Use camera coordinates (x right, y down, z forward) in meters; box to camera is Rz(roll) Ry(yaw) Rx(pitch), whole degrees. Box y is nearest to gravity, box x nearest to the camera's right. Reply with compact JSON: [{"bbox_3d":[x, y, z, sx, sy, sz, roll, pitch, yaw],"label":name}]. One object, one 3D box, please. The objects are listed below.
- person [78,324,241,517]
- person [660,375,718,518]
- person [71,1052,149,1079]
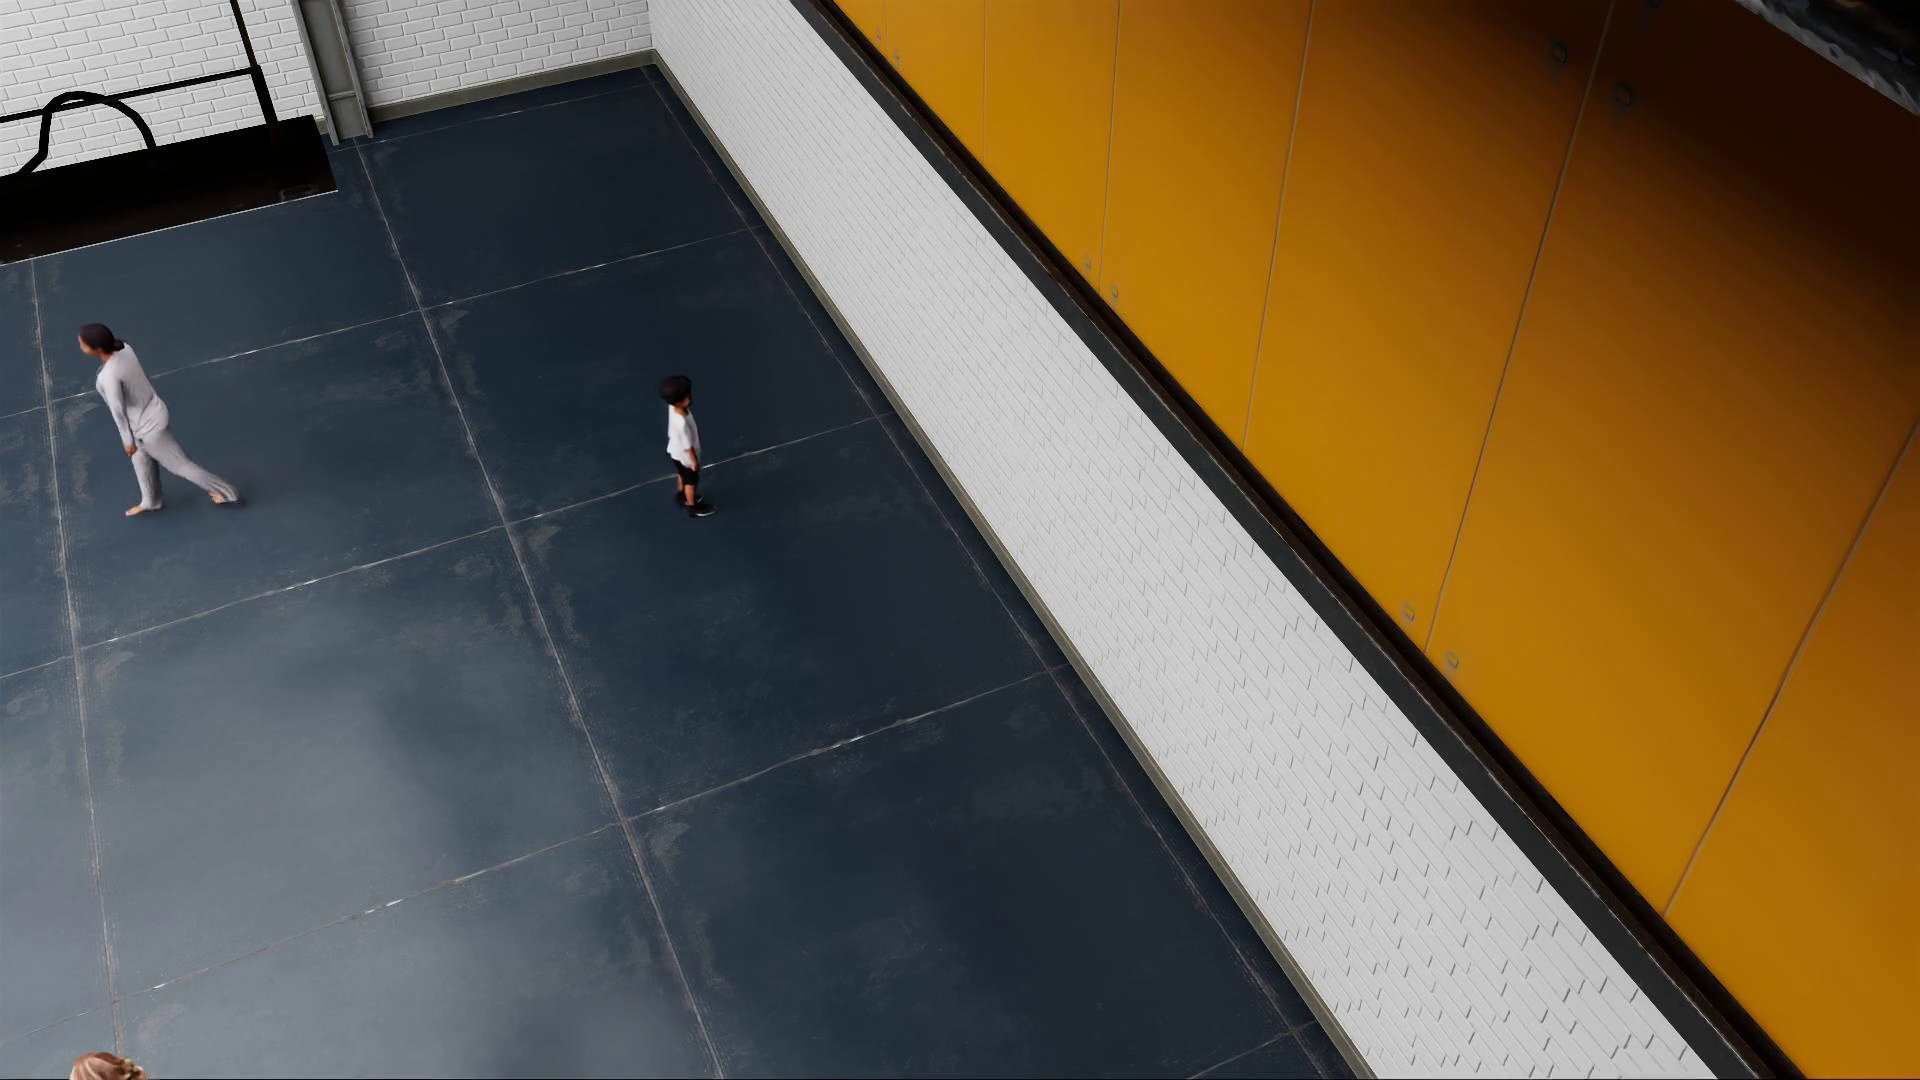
[{"bbox_3d":[-5.741,-0.852,11.921,1.111,1.696,0.769,-5,44,-5],"label":"person"},{"bbox_3d":[-2.025,-0.684,12.064,0.491,1.256,0.503,-16,46,-16],"label":"person"},{"bbox_3d":[-3.736,2.929,7.967,1.229,1.677,0.777,-27,50,-25],"label":"person"}]
